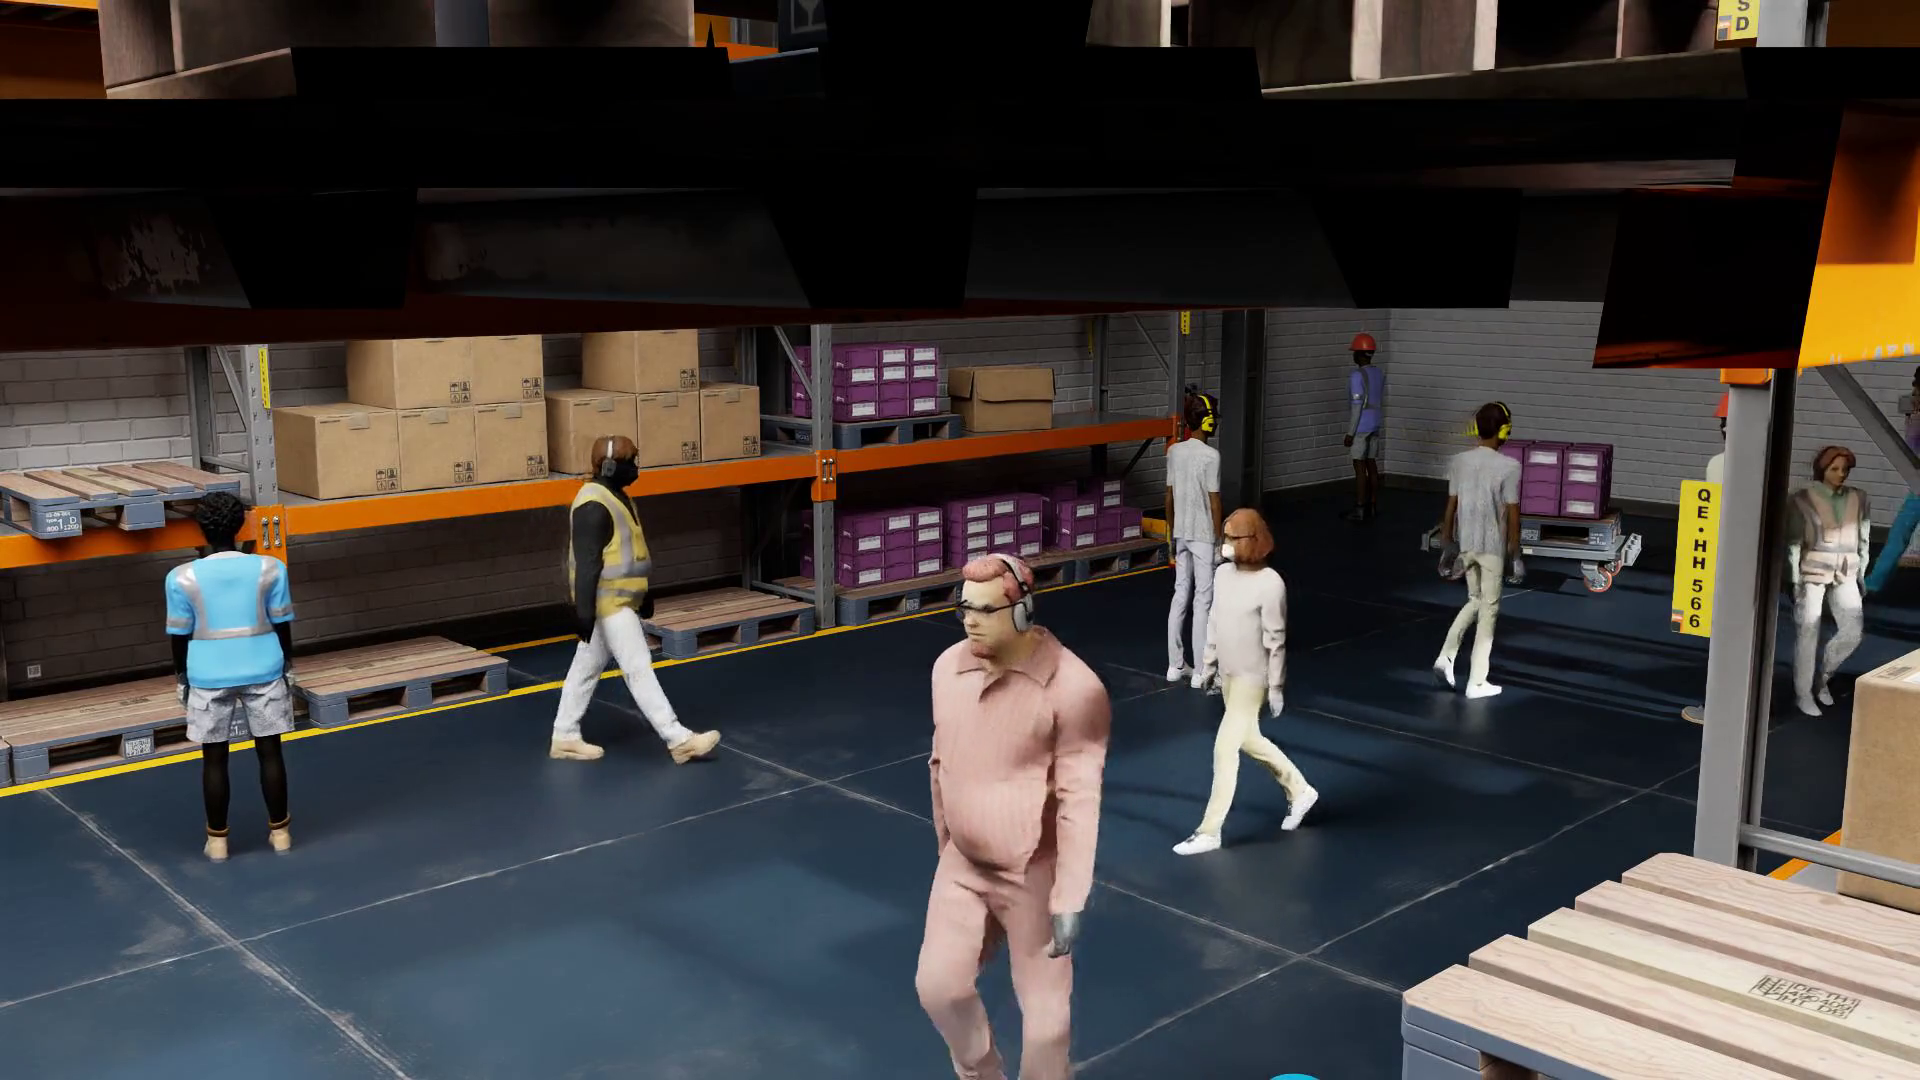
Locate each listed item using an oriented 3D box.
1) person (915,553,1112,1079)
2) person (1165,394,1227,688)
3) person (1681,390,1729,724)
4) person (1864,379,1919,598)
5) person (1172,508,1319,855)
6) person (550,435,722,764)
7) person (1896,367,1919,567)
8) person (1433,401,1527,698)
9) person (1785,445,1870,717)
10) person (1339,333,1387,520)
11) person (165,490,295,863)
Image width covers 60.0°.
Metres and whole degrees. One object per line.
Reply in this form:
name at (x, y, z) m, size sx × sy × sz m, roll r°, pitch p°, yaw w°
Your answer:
person at (0.134, 0.970, 4.901) m, size 0.659 × 1.890 × 0.439 m, roll 7°, pitch 12°, yaw 36°
person at (1.518, 0.004, 10.611) m, size 0.327 × 1.874 × 0.518 m, roll -6°, pitch 12°, yaw -33°
person at (4.516, 0.104, 9.714) m, size 0.607 × 1.987 × 0.408 m, roll -6°, pitch 11°, yaw -31°
person at (7.581, -0.381, 13.097) m, size 0.975 × 1.789 × 0.596 m, roll 9°, pitch 14°, yaw 44°
person at (1.359, 0.633, 7.723) m, size 0.794 × 1.599 × 0.510 m, roll -4°, pitch 11°, yaw -23°
person at (-1.799, 0.326, 8.954) m, size 0.970 × 1.786 × 0.656 m, roll 0°, pitch 10°, yaw -2°
person at (8.574, -0.637, 14.541) m, size 0.662 × 1.811 × 0.638 m, roll 5°, pitch 11°, yaw 25°
person at (3.237, 0.075, 10.273) m, size 0.419 × 1.851 × 0.523 m, roll -6°, pitch 12°, yaw -33°
person at (5.153, 0.249, 9.881) m, size 0.521 × 1.625 × 0.378 m, roll 0°, pitch 10°, yaw -3°
person at (4.181, -1.173, 17.307) m, size 0.364 × 1.939 × 0.542 m, roll 9°, pitch 13°, yaw 44°
person at (-3.281, 0.621, 7.526) m, size 0.535 × 1.694 × 0.321 m, roll -5°, pitch 11°, yaw -27°
